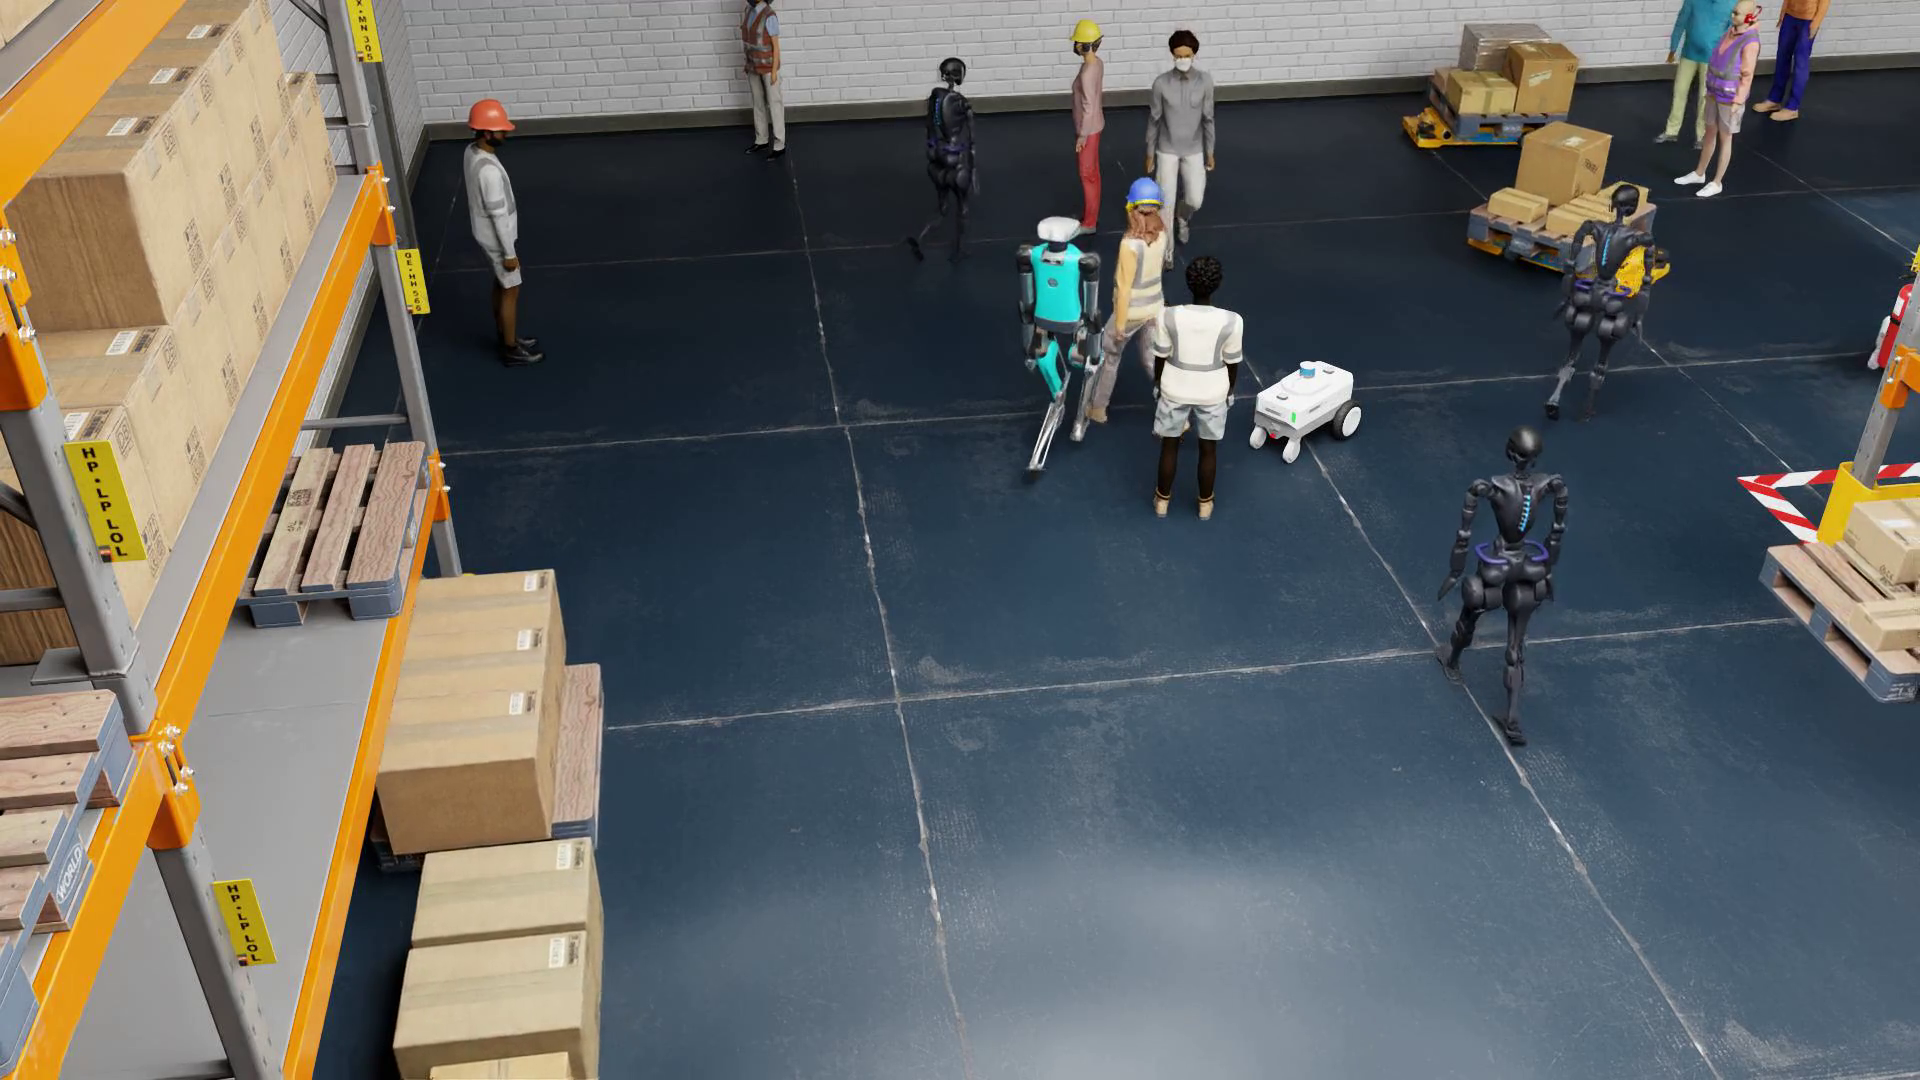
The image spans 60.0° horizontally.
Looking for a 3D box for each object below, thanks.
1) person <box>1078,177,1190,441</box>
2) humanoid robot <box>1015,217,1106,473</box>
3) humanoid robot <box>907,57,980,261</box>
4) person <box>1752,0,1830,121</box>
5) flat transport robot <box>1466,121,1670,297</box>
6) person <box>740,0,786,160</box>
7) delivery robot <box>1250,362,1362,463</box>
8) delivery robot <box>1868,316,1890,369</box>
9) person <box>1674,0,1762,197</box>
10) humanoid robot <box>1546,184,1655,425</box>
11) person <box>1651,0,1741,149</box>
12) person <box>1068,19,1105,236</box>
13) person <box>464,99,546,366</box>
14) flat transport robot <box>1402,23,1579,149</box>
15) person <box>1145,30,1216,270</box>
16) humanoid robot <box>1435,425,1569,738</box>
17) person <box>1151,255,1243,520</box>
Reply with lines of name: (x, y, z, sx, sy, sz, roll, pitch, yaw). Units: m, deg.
person: (1.182, -1.484, 10.773, 0.483, 1.734, 0.828, -28, 42, -36)
humanoid robot: (0.670, -1.257, 10.453, 0.557, 1.748, 1.046, 13, 35, 18)
humanoid robot: (-0.127, -2.972, 13.125, 0.530, 1.633, 0.616, -25, 41, -33)
person: (8.133, -5.077, 16.081, 0.401, 1.973, 0.515, -11, 35, -16)
flat transport robot: (4.918, -2.349, 13.452, 0.659, 0.231, 1.431, -28, 42, -36)
person: (-1.811, -4.322, 15.175, 0.308, 1.687, 0.437, -29, 43, -36)
delivery robot: (2.263, -0.894, 10.949, 0.774, 0.581, 0.499, -29, 43, -36)
delivery robot: (6.891, -1.467, 11.831, 0.773, 0.586, 0.499, -17, 37, -24)
person: (6.630, -3.827, 14.412, 0.349, 1.693, 0.482, -6, 34, -8)
humanoid robot: (4.166, -1.494, 10.853, 0.609, 1.636, 0.477, 23, 39, 31)
person: (6.880, -4.507, 15.432, 0.610, 1.721, 0.355, 27, 42, 35)
person: (1.020, -3.376, 13.656, 0.323, 1.766, 0.531, 6, 34, 10)
person: (-3.191, -2.127, 11.604, 0.385, 1.924, 0.547, -16, 36, -22)
flat transport robot: (5.023, -3.951, 15.907, 1.431, 0.231, 0.659, 0, 33, 0)
person: (1.732, -3.093, 13.113, 0.566, 1.882, 0.510, 0, 33, 0)
humanoid robot: (2.735, 0.174, 8.343, 0.590, 1.627, 0.783, -3, 33, -5)
person: (1.390, -0.883, 9.901, 0.533, 1.693, 0.320, 6, 34, 9)
